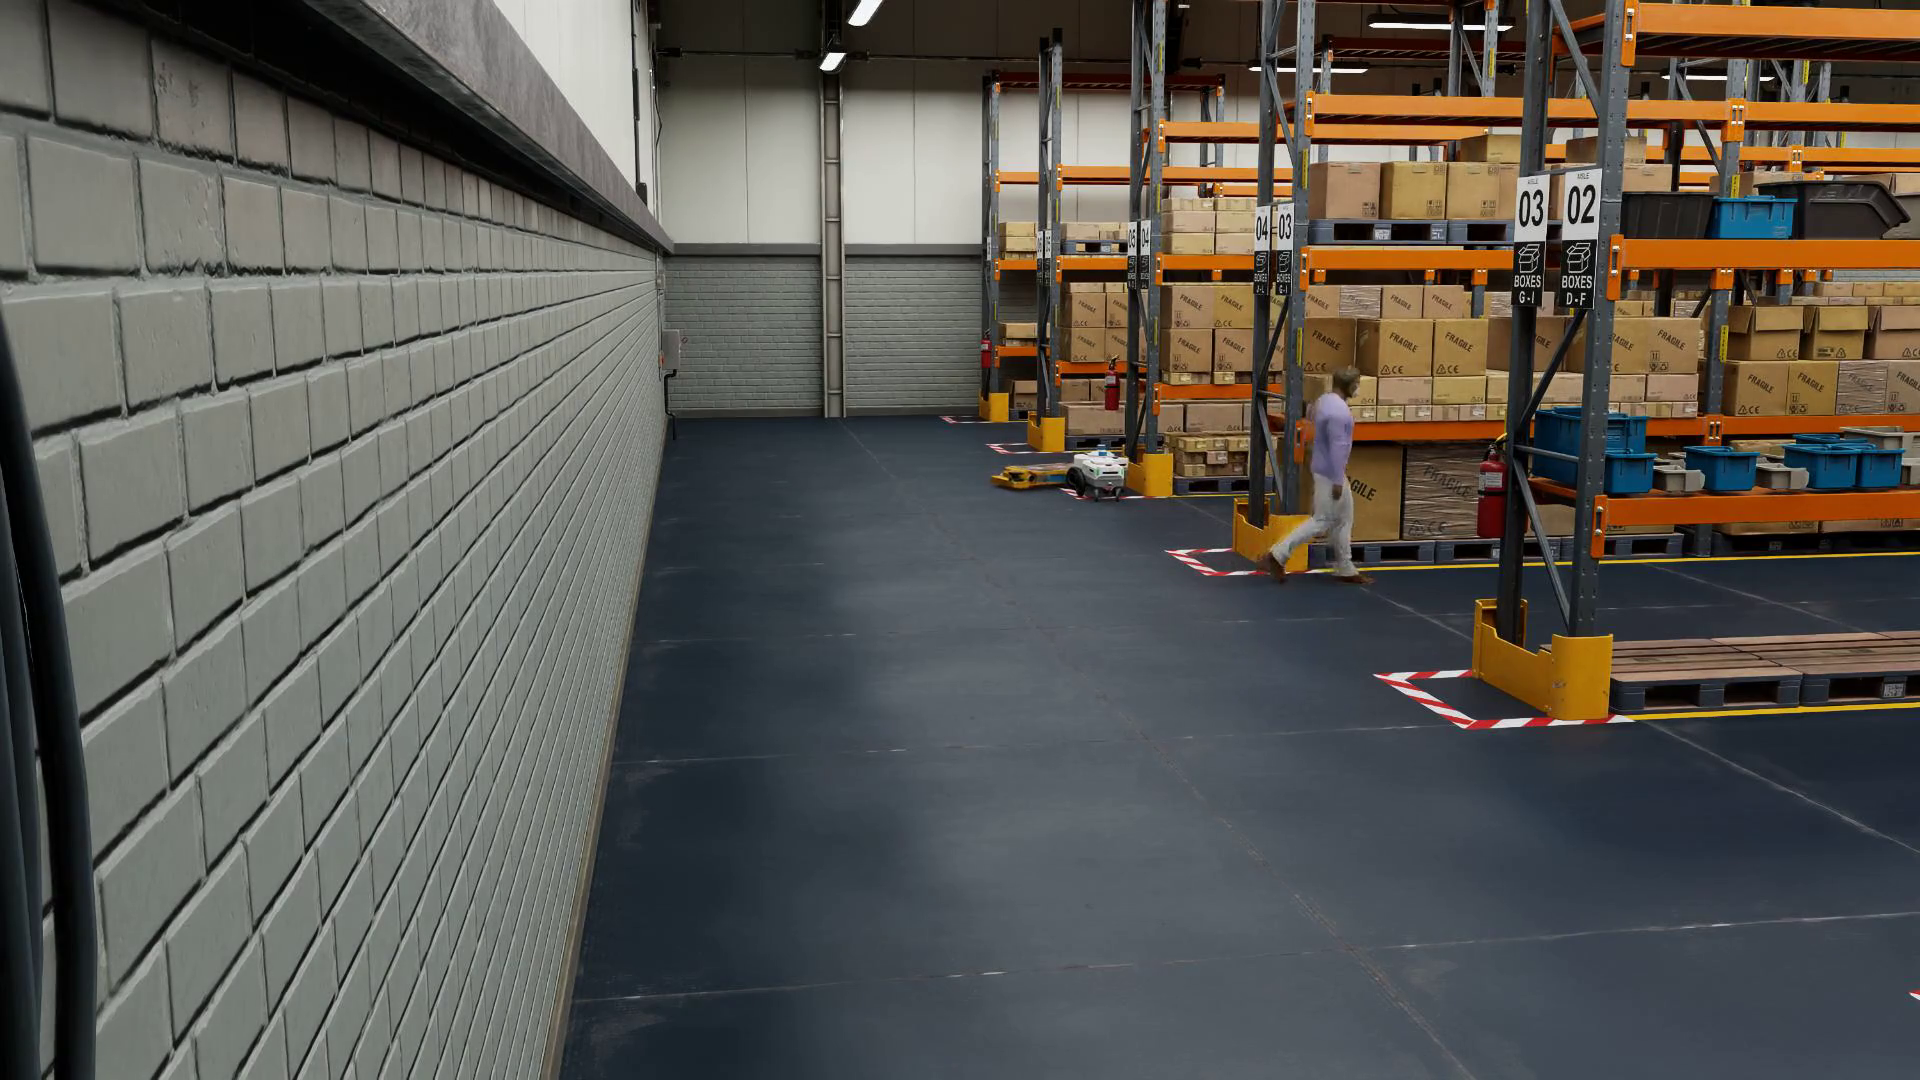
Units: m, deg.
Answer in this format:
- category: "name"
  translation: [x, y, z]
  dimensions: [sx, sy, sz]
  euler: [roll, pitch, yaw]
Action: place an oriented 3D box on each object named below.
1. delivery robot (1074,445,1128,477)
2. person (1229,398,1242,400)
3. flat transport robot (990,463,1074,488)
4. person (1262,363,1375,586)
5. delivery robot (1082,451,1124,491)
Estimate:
- category: "delivery robot"
  translation: [1.697, -0.906, 20.014]
  dimensions: [0.477, 0.478, 0.707]
  euler: [-7, 11, -36]
- category: "person"
  translation: [4.843, -3.010, 29.109]
  dimensions: [0.519, 1.910, 0.613]
  euler: [-2, 9, -11]
- category: "flat transport robot"
  translation: [1.149, -0.811, 20.591]
  dimensions: [1.431, 0.197, 0.652]
  euler: [-4, 10, -25]
- category: "person"
  translation: [3.036, -0.540, 13.956]
  dimensions: [0.863, 1.902, 0.650]
  euler: [1, 9, 8]
- category: "delivery robot"
  translation: [1.659, -0.793, 19.319]
  dimensions: [0.477, 0.478, 0.707]
  euler: [-2, 9, -10]
